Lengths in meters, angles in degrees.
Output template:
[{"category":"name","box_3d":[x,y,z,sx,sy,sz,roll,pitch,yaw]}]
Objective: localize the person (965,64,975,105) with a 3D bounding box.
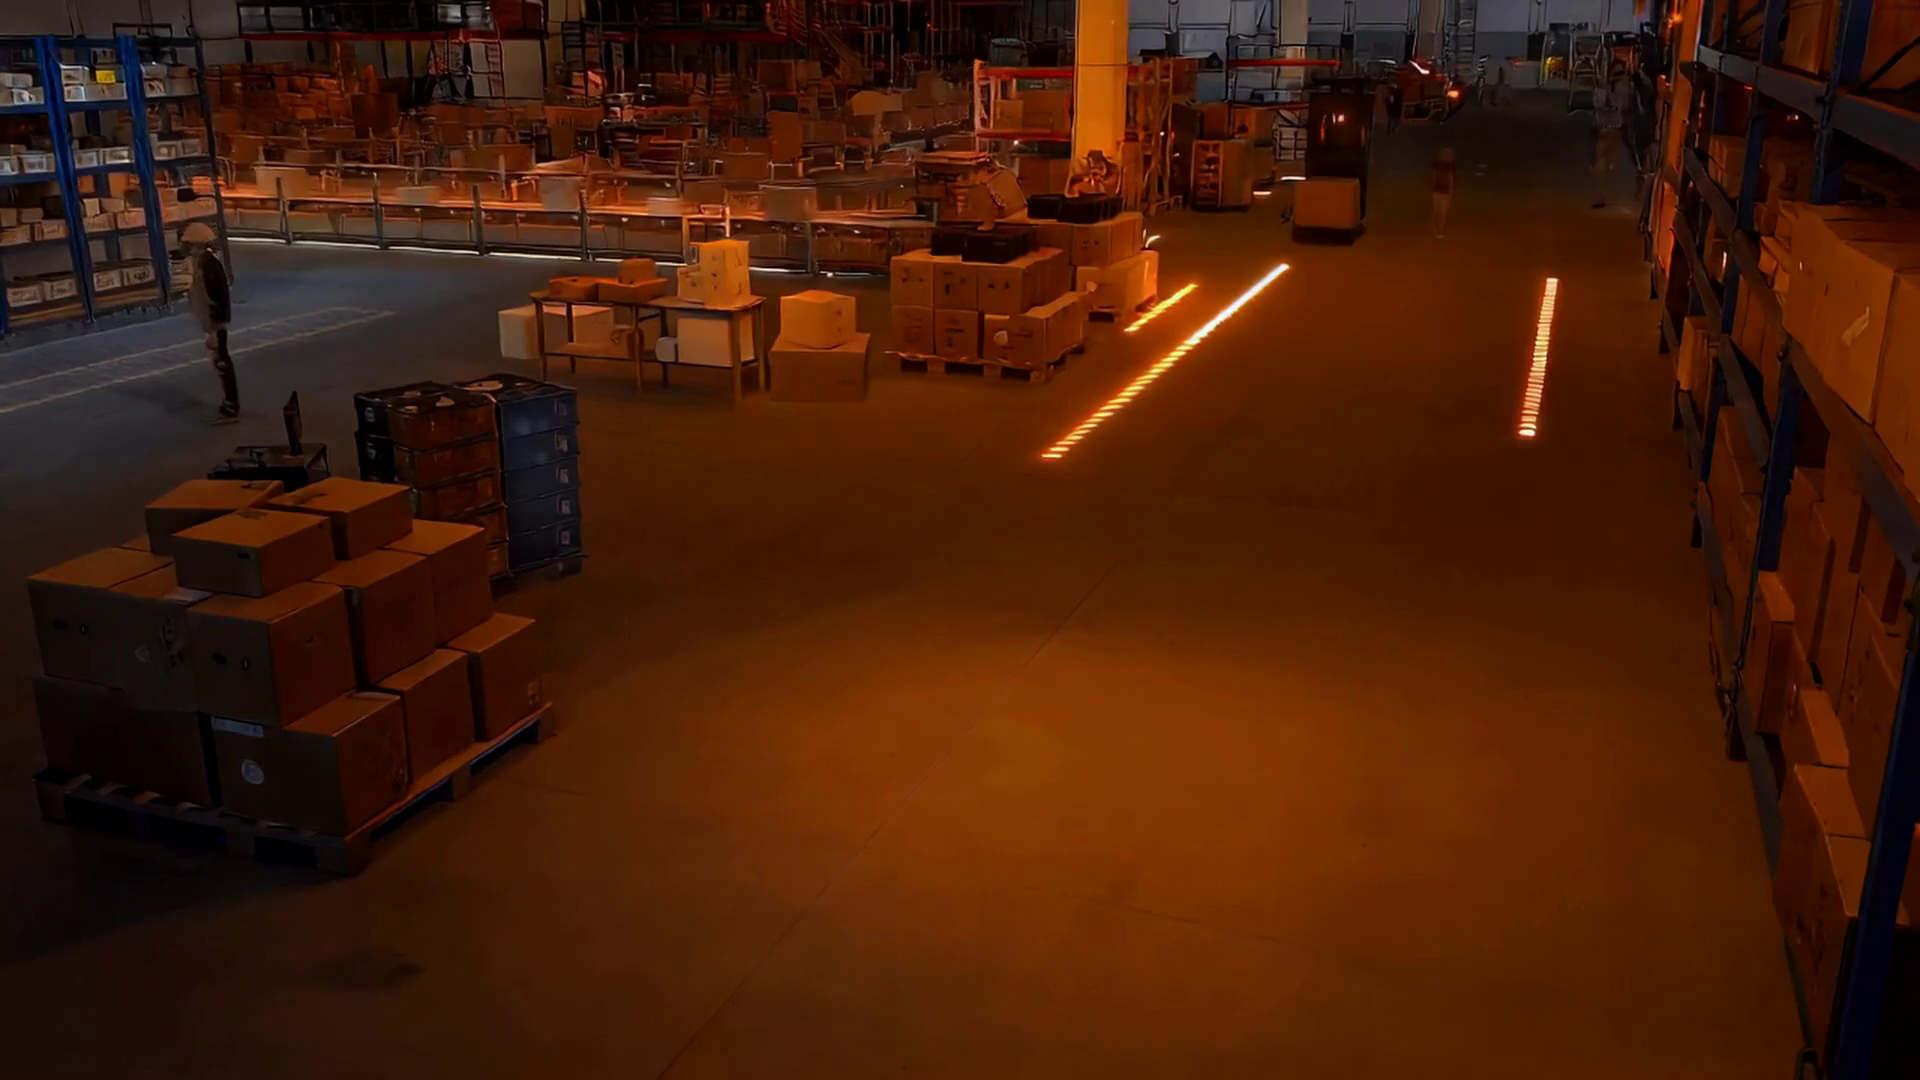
[{"category":"person","box_3d":[0.468,-18.527,68.035,0.557,1.851,0.402,-9,20,-26]}]

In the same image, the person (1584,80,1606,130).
[{"category":"person","box_3d":[21.776,-14.901,56.945,0.556,1.664,0.798,-5,18,-16]}]

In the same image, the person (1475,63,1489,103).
[{"category":"person","box_3d":[23.069,-20.175,73.467,0.537,1.695,0.320,4,18,12]}]

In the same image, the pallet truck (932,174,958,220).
[{"category":"pallet truck","box_3d":[-0.507,-5.292,27.348,0.653,1.274,1.630,6,19,19]}]

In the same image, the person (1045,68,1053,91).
[{"category":"person","box_3d":[4.628,-23.867,84.711,0.641,1.909,0.439,12,21,34]}]

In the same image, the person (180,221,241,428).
[{"category":"person","box_3d":[-7.277,-2.101,16.192,0.375,1.997,0.612,-8,19,-23]}]

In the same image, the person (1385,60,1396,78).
[{"category":"person","box_3d":[18.290,-19.403,70.699,0.437,1.909,0.582,15,23,39]}]

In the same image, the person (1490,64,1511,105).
[{"category":"person","box_3d":[23.495,-19.734,72.027,0.818,1.734,0.533,5,18,17]}]

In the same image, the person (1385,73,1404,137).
[{"category":"person","box_3d":[13.991,-13.945,53.334,0.619,2.000,0.700,15,23,39]}]

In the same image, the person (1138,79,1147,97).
[{"category":"person","box_3d":[6.267,-15.142,57.402,0.446,1.853,0.544,8,19,24]}]

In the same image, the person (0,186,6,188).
[{"category":"person","box_3d":[-17.268,-6.282,29.593,0.588,1.835,0.403,-3,18,-8]}]

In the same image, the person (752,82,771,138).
[{"category":"person","box_3d":[-6.333,-13.712,53.098,0.550,1.727,0.758,-10,20,-28]}]

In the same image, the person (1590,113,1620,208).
[{"category":"person","box_3d":[13.170,-7.758,34.071,0.457,1.922,0.646,-3,18,-8]}]

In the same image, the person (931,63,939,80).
[{"category":"person","box_3d":[-1.036,-17.129,63.366,0.733,2.025,0.621,6,19,19]}]

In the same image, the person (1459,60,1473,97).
[{"category":"person","box_3d":[23.970,-21.869,78.772,0.505,1.699,0.866,-11,21,-31]}]

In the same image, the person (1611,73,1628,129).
[{"category":"person","box_3d":[22.769,-15.132,57.333,0.716,1.892,0.366,-5,18,-15]}]

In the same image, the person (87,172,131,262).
[{"category":"person","box_3d":[-12.997,-5.001,25.538,0.992,1.864,0.657,11,21,31]}]

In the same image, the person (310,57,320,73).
[{"category":"person","box_3d":[-30.105,-21.643,77.790,0.551,1.874,0.606,7,19,20]}]

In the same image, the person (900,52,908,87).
[{"category":"person","box_3d":[-2.950,-24.734,87.588,0.429,1.834,0.626,0,18,1]}]

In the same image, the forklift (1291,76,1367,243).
[{"category":"forklift","box_3d":[6.598,-6.755,29.381,1.129,2.768,1.873,6,19,19]}]

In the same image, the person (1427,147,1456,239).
[{"category":"person","box_3d":[8.594,-6.185,29.637,0.519,1.618,0.344,15,23,39]}]

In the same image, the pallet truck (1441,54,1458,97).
[{"category":"pallet truck","box_3d":[22.765,-21.886,78.355,0.823,1.965,1.885,-4,18,-14]}]
